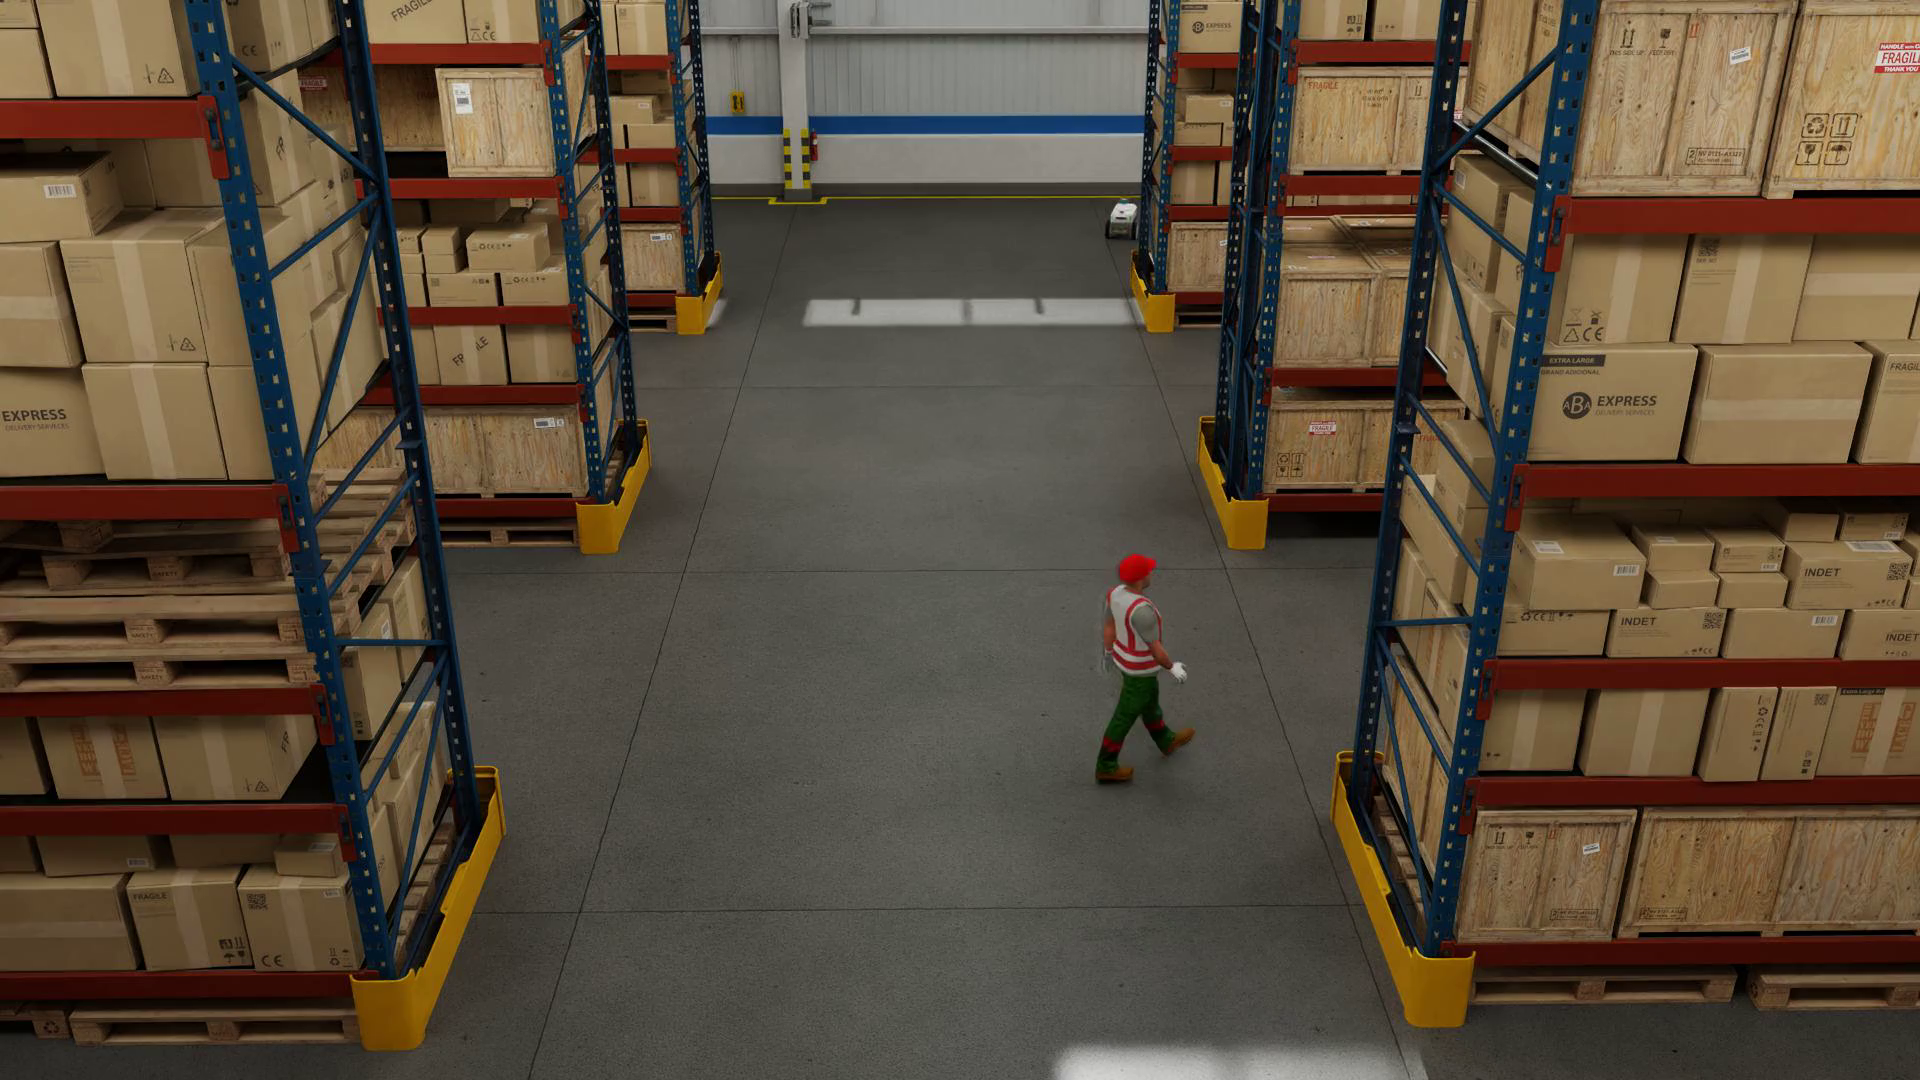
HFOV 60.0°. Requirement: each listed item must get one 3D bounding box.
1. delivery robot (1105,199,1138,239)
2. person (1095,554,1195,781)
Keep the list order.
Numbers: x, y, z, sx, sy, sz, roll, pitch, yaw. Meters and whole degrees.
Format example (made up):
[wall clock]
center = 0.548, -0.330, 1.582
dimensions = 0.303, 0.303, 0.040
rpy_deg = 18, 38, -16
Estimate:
[delivery robot]
center = 2.650, -4.996, 26.147
dimensions = 0.667, 0.535, 0.708
rpy_deg = 5, 26, 11
[person]
center = 1.387, 0.879, 11.945
dimensions = 0.877, 1.758, 0.547
rpy_deg = -8, 26, -16
